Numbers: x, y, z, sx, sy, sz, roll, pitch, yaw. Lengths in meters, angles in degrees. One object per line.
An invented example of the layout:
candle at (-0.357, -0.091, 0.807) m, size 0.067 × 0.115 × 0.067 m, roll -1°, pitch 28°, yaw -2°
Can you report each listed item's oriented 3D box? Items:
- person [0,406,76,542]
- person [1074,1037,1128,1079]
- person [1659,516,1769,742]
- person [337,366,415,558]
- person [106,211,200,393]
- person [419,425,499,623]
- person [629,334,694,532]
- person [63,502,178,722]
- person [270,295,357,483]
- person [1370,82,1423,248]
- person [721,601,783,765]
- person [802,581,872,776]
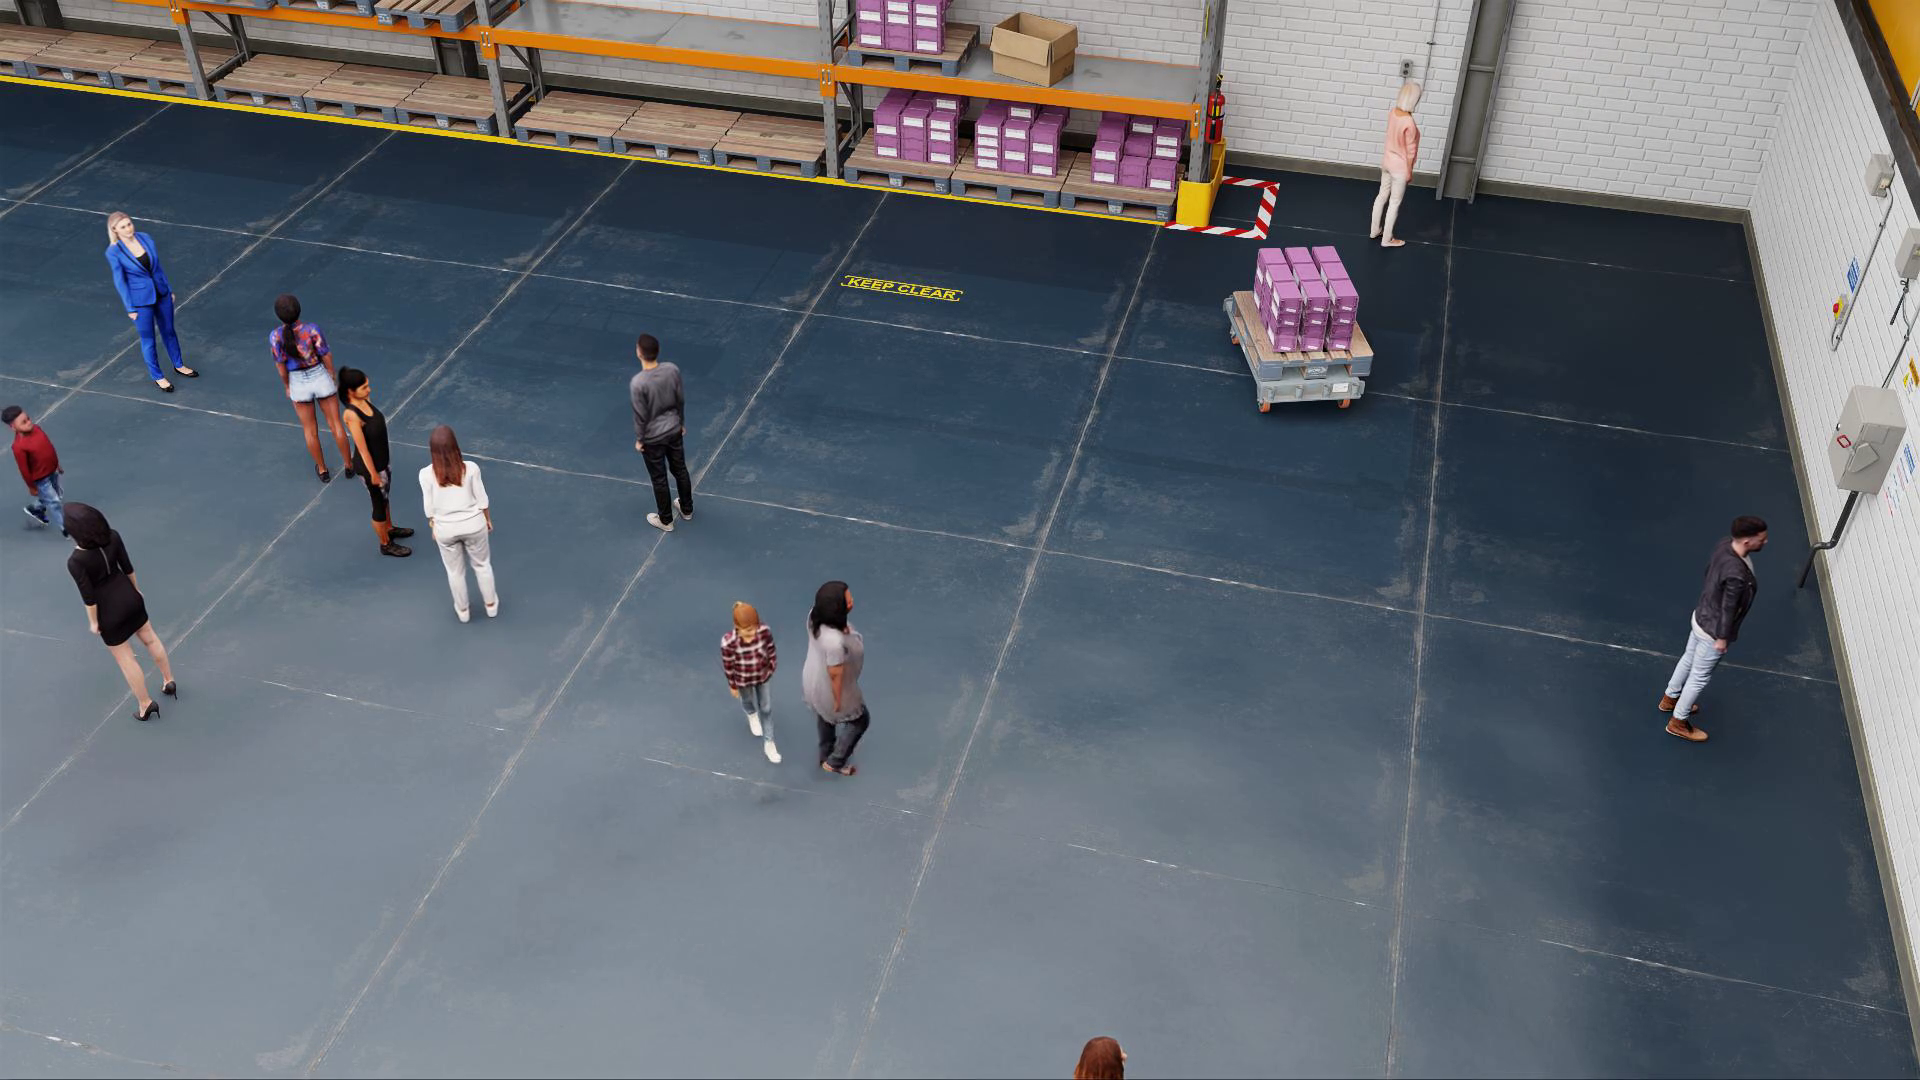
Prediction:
person at (-7.298, -0.536, 13.107) m, size 0.783 × 1.243 × 0.598 m, roll 1°, pitch 39°, yaw 2°
person at (0.668, 3.020, 8.278) m, size 0.678 × 1.712 × 0.646 m, roll -11°, pitch 40°, yaw -13°
person at (5.097, 0.565, 11.252) m, size 0.565 × 1.836 × 0.676 m, roll 6°, pitch 39°, yaw 7°
person at (-4.554, -0.622, 12.869) m, size 0.635 × 1.674 × 0.649 m, roll -5°, pitch 39°, yaw -7°
person at (-7.203, -2.138, 14.745) m, size 0.623 × 1.700 × 0.674 m, roll 19°, pitch 42°, yaw 22°
person at (-3.672, -0.108, 12.215) m, size 0.665 × 1.686 × 0.754 m, roll -13°, pitch 41°, yaw -16°
person at (-2.353, -0.851, 13.085) m, size 0.703 × 1.760 × 0.717 m, roll -29°, pitch 47°, yaw -32°
person at (-5.756, 0.484, 11.378) m, size 0.509 × 1.806 × 0.607 m, roll 14°, pitch 41°, yaw 16°
person at (-5.305, -1.249, 13.598) m, size 0.630 × 1.743 × 0.732 m, roll -12°, pitch 40°, yaw -14°
person at (4.418, -3.805, 16.812) m, size 0.712 × 1.726 × 0.681 m, roll -14°, pitch 41°, yaw -17°
person at (-1.446, 0.857, 11.337) m, size 0.837 × 1.274 × 0.846 m, roll -14°, pitch 41°, yaw -17°
person at (-0.908, 0.936, 10.979) m, size 0.830 × 1.596 × 0.771 m, roll -19°, pitch 42°, yaw -22°
